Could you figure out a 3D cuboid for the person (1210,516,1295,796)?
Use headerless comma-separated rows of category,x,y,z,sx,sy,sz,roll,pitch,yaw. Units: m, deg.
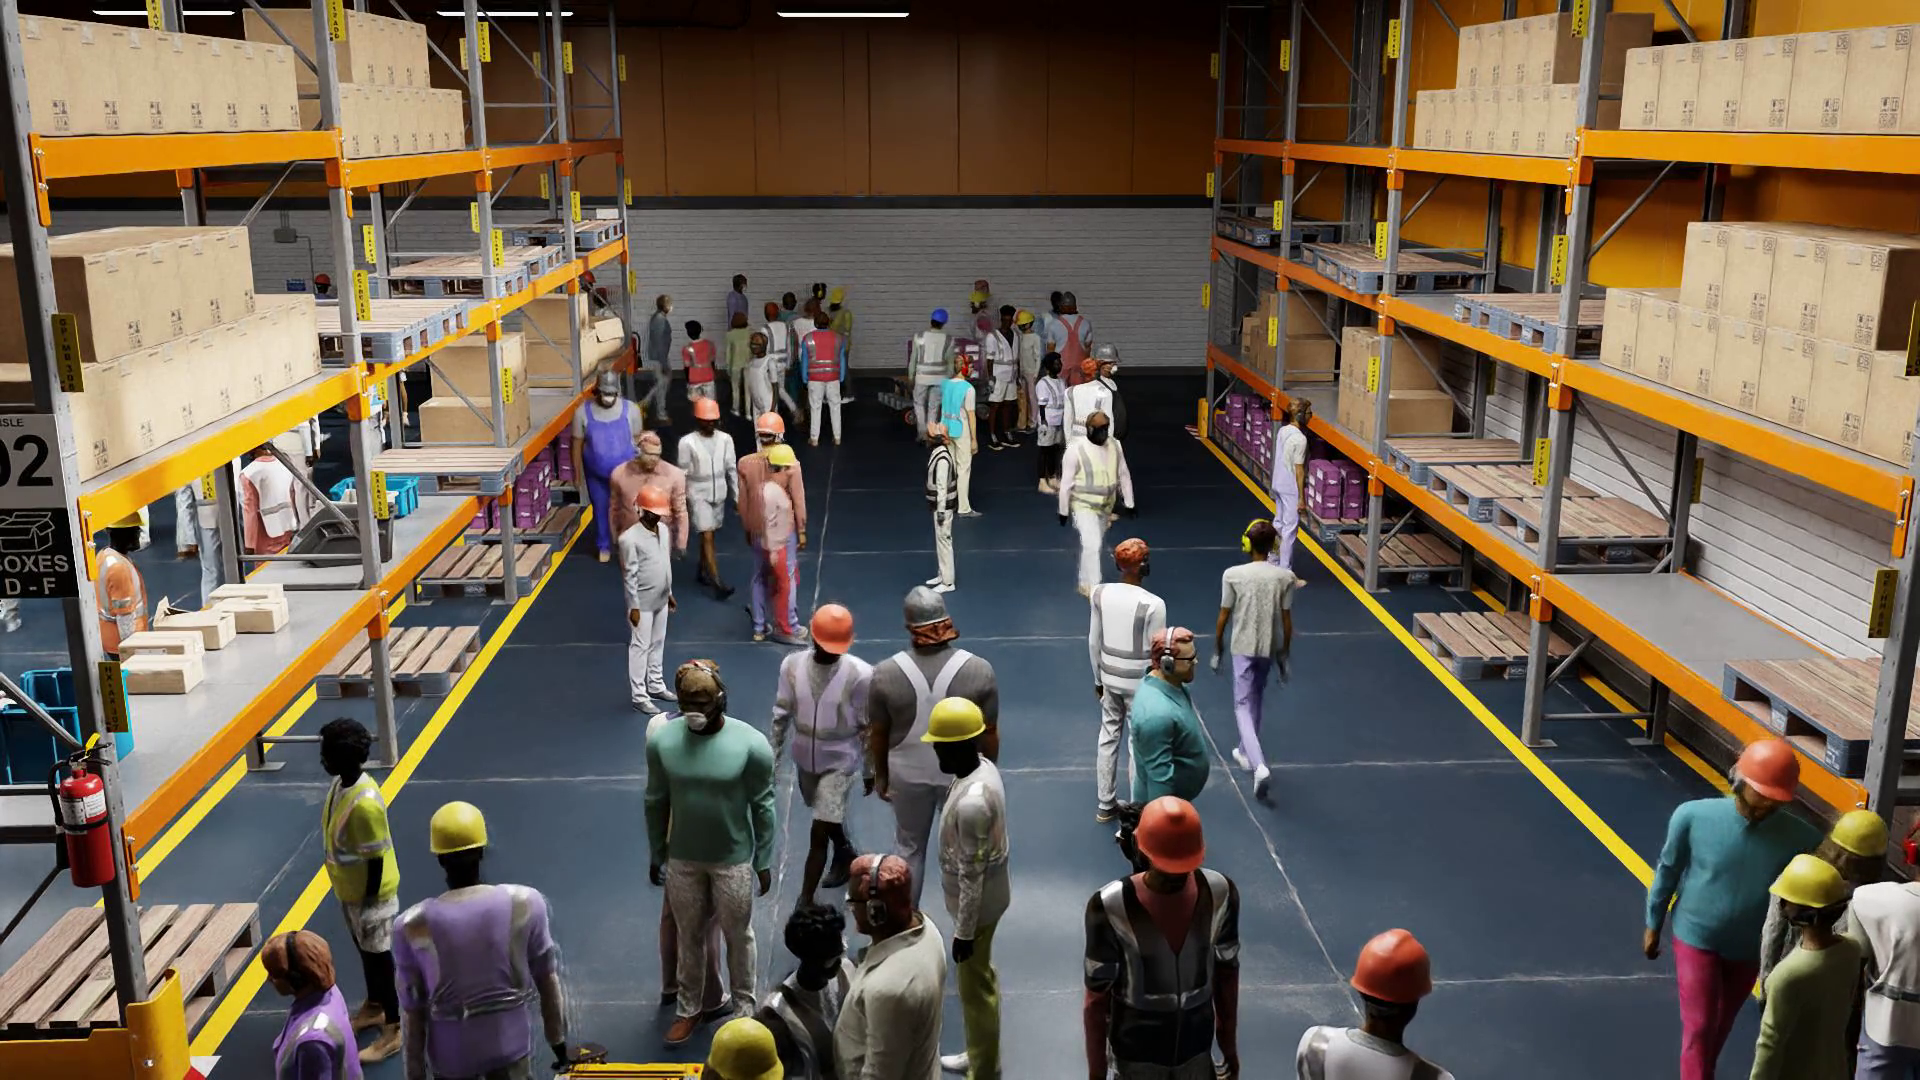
person,1.972,0.762,11.142,0.523,1.842,0.866,-2,14,-8

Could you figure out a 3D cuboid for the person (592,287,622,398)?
person,-5.553,-2.979,25.767,0.651,1.857,0.605,-8,16,-30

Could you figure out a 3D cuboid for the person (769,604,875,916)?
person,-0.767,1.216,9.313,0.616,1.863,1.018,5,15,19

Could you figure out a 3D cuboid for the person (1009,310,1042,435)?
person,0.932,-2.380,23.621,0.319,1.763,0.522,-13,19,-40

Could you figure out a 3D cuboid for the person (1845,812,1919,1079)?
person,3.714,1.946,6.487,0.561,1.837,0.390,6,16,24

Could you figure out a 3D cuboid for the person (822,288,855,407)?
person,-1.958,-2.980,25.786,0.661,1.852,0.969,10,17,34

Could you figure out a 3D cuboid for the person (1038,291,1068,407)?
person,1.419,-2.811,25.049,0.593,1.895,0.821,-7,16,-26

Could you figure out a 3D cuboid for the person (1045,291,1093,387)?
person,1.495,-2.495,23.515,0.684,2.000,0.538,-5,15,-18

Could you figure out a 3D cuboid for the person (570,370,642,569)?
person,-3.497,-0.711,16.509,0.710,2.000,0.940,-3,15,-12

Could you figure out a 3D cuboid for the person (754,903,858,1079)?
person,-0.553,2.109,6.164,0.343,1.681,0.535,10,17,33

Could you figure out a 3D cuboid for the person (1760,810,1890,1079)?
person,3.515,1.934,6.818,0.501,1.713,0.612,11,18,36

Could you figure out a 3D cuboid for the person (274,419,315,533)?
person,-7.144,-1.000,17.878,0.588,1.923,0.383,11,18,36

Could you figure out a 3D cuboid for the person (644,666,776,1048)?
person,-1.196,1.517,7.966,0.635,1.937,0.352,2,14,8

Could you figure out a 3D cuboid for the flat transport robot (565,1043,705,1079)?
flat transport robot,-1.492,2.597,7.051,0.652,0.197,1.431,0,14,0

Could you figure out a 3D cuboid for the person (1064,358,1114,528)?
person,1.411,-1.046,18.142,0.572,1.883,0.355,7,16,26

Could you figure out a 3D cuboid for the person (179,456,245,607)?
person,-6.425,-0.093,14.365,0.404,1.906,0.598,9,17,32

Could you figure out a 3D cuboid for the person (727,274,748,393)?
person,-3.599,-3.374,27.170,0.372,1.939,0.631,2,14,6

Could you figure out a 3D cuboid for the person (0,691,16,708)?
person,-7.473,0.347,12.585,0.585,1.927,0.366,13,20,42

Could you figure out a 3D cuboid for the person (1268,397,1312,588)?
person,3.169,-0.453,15.915,0.351,1.837,0.502,-4,15,-14

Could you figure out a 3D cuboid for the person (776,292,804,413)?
person,-2.595,-2.842,25.300,0.503,1.837,0.338,10,17,34

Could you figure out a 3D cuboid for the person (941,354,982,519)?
person,-0.014,-1.162,18.670,0.374,1.843,0.569,-10,17,-35

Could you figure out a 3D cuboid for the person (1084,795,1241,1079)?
person,0.774,1.903,6.277,0.612,2.032,0.411,-4,15,-14

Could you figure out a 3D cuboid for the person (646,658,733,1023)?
person,-1.332,1.492,8.278,0.561,1.836,0.393,11,18,37

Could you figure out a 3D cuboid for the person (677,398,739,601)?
person,-2.339,-0.404,15.626,0.564,1.879,1.026,-9,17,-32

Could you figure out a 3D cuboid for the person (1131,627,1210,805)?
person,1.082,1.365,8.628,0.409,1.907,0.651,2,14,8

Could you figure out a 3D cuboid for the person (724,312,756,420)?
person,-3.260,-2.603,24.815,0.510,1.601,0.724,-4,15,-15

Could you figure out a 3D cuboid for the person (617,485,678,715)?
person,-2.326,0.438,12.589,0.337,1.742,0.561,6,15,22

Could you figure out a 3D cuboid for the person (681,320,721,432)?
person,-3.585,-2.228,23.170,0.548,1.680,0.587,-10,18,-35

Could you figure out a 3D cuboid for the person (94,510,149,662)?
person,-5.642,0.675,11.318,0.399,1.919,0.586,-8,17,-30

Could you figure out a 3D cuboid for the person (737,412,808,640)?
person,-1.594,-0.105,14.223,0.611,1.995,0.377,4,15,16

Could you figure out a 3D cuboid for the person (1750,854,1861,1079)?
person,3.161,2.030,6.312,0.525,1.761,0.340,-10,17,-33

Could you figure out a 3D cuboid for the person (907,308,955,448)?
person,-0.391,-2.181,22.549,0.662,1.907,0.445,-1,14,-5
